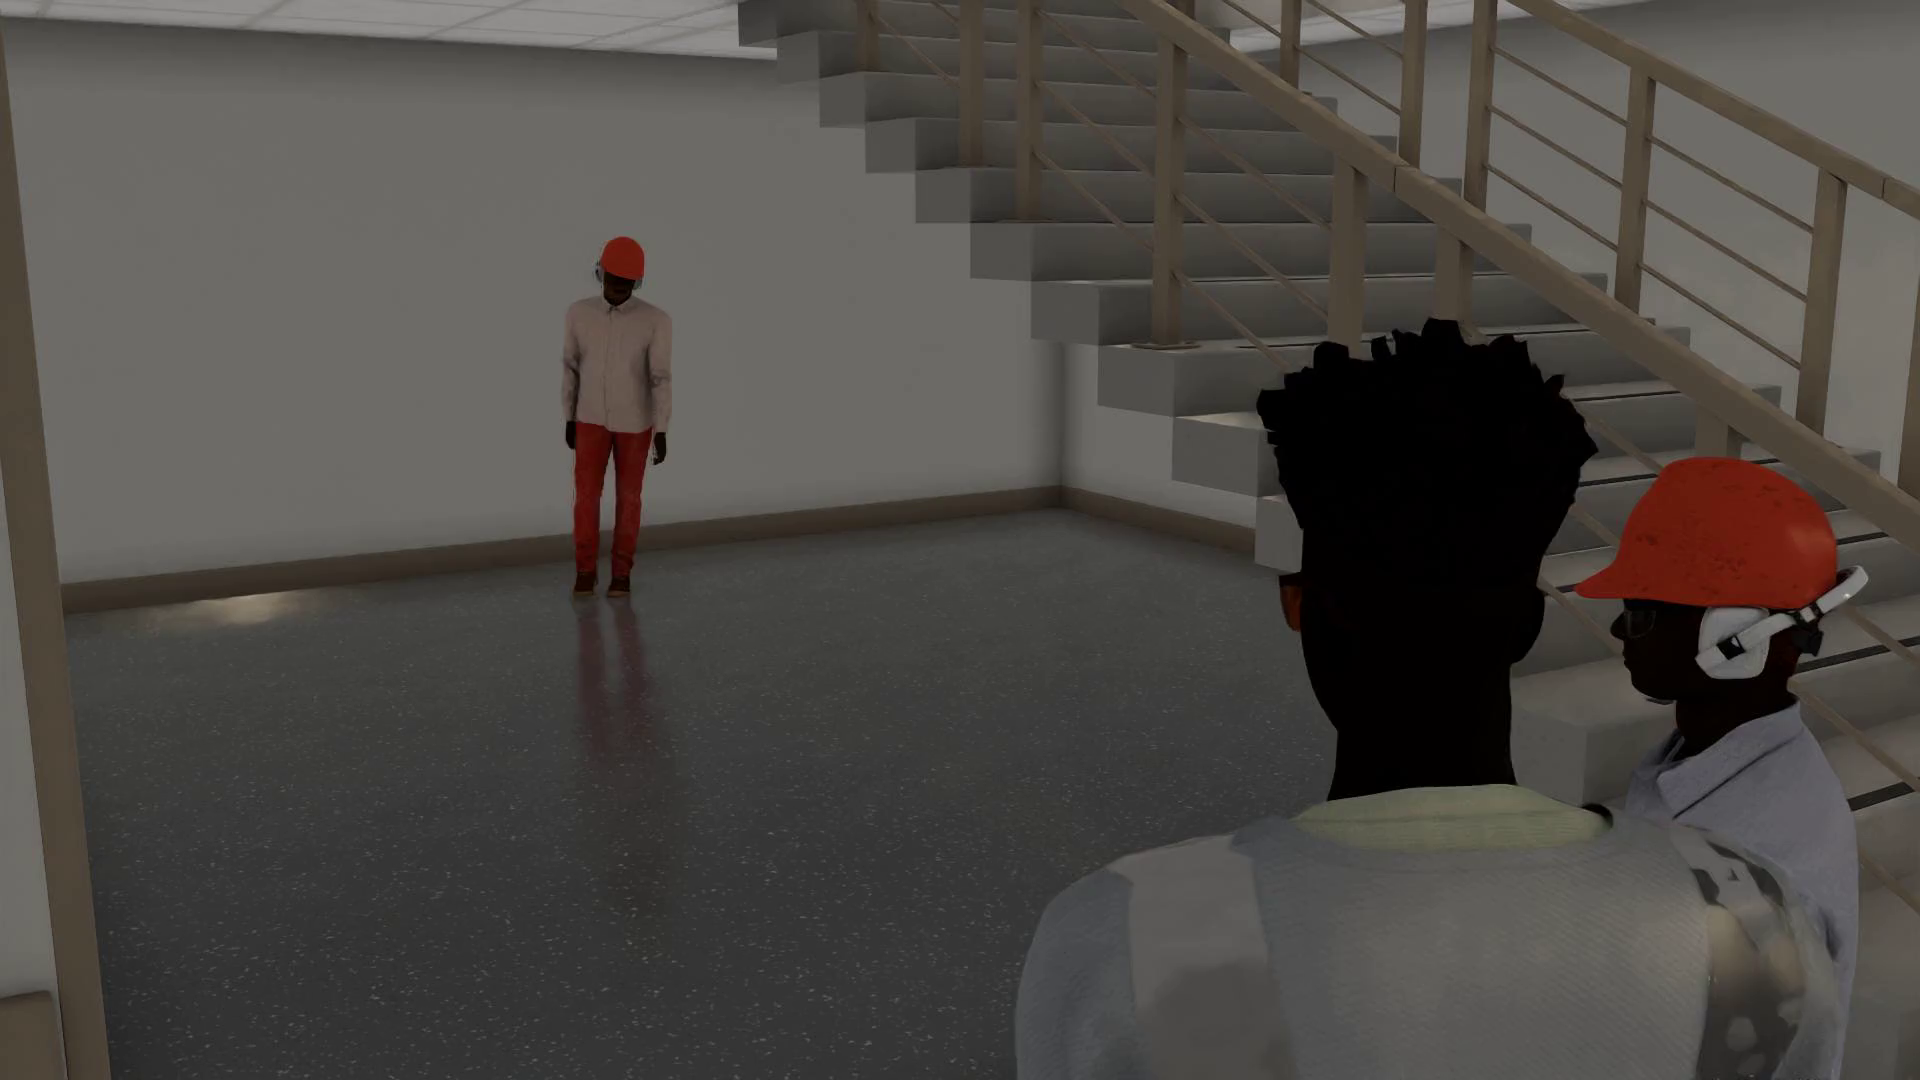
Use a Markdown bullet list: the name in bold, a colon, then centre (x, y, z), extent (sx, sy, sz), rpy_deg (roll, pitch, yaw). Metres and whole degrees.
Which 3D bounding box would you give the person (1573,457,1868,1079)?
- **person**: centre (0.885, 0.768, 2.064), extent (0.328, 1.752, 0.563), rpy_deg (3, 11, 17)

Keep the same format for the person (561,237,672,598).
- **person**: centre (-1.829, -0.628, 8.894), extent (0.624, 1.949, 0.556), rpy_deg (0, 11, 0)

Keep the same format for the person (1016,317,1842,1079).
- **person**: centre (0.327, 0.814, 1.303), extent (0.610, 1.954, 0.387), rpy_deg (-2, 11, -9)
